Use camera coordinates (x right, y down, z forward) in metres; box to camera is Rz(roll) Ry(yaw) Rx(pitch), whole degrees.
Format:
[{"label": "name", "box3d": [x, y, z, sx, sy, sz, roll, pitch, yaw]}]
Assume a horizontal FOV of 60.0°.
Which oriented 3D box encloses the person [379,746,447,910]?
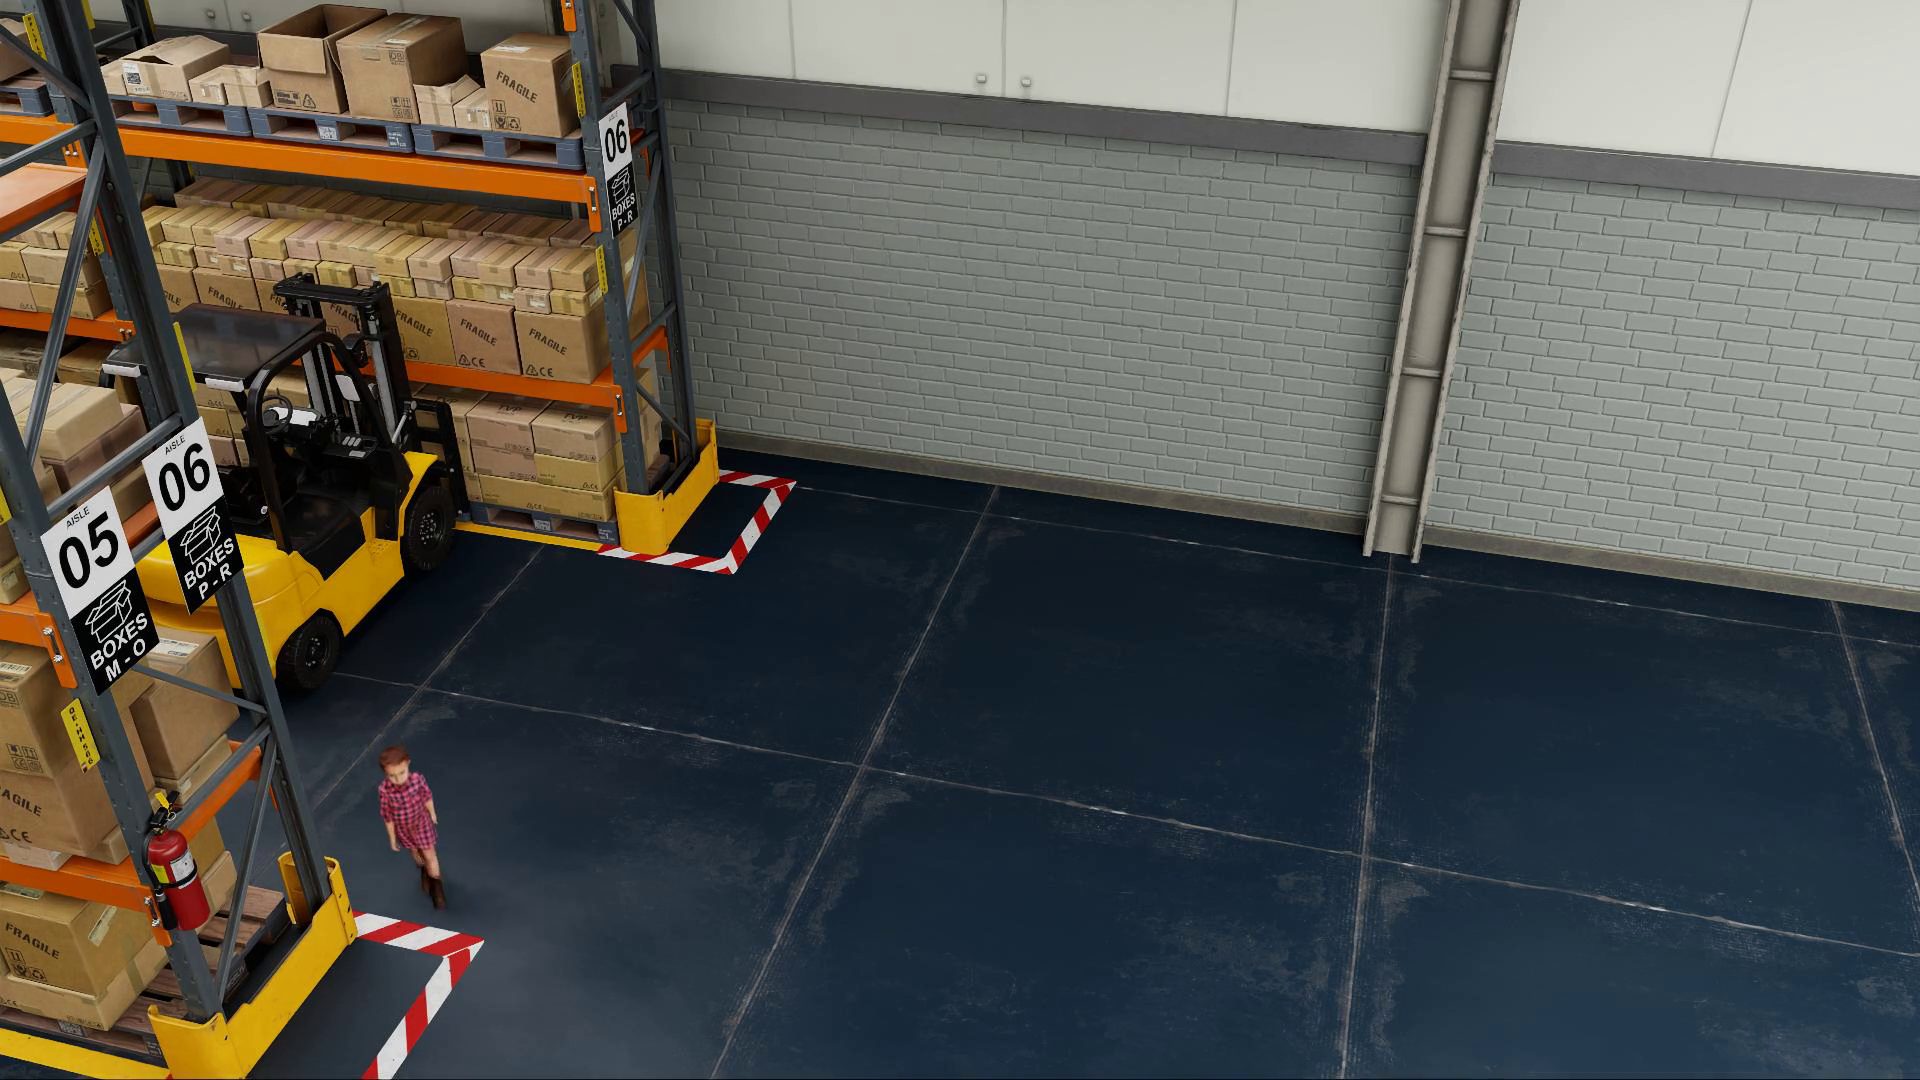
[{"label": "person", "box3d": [-2.986, 1.487, 9.026, 0.590, 1.009, 0.626, -10, 34, -14]}]
